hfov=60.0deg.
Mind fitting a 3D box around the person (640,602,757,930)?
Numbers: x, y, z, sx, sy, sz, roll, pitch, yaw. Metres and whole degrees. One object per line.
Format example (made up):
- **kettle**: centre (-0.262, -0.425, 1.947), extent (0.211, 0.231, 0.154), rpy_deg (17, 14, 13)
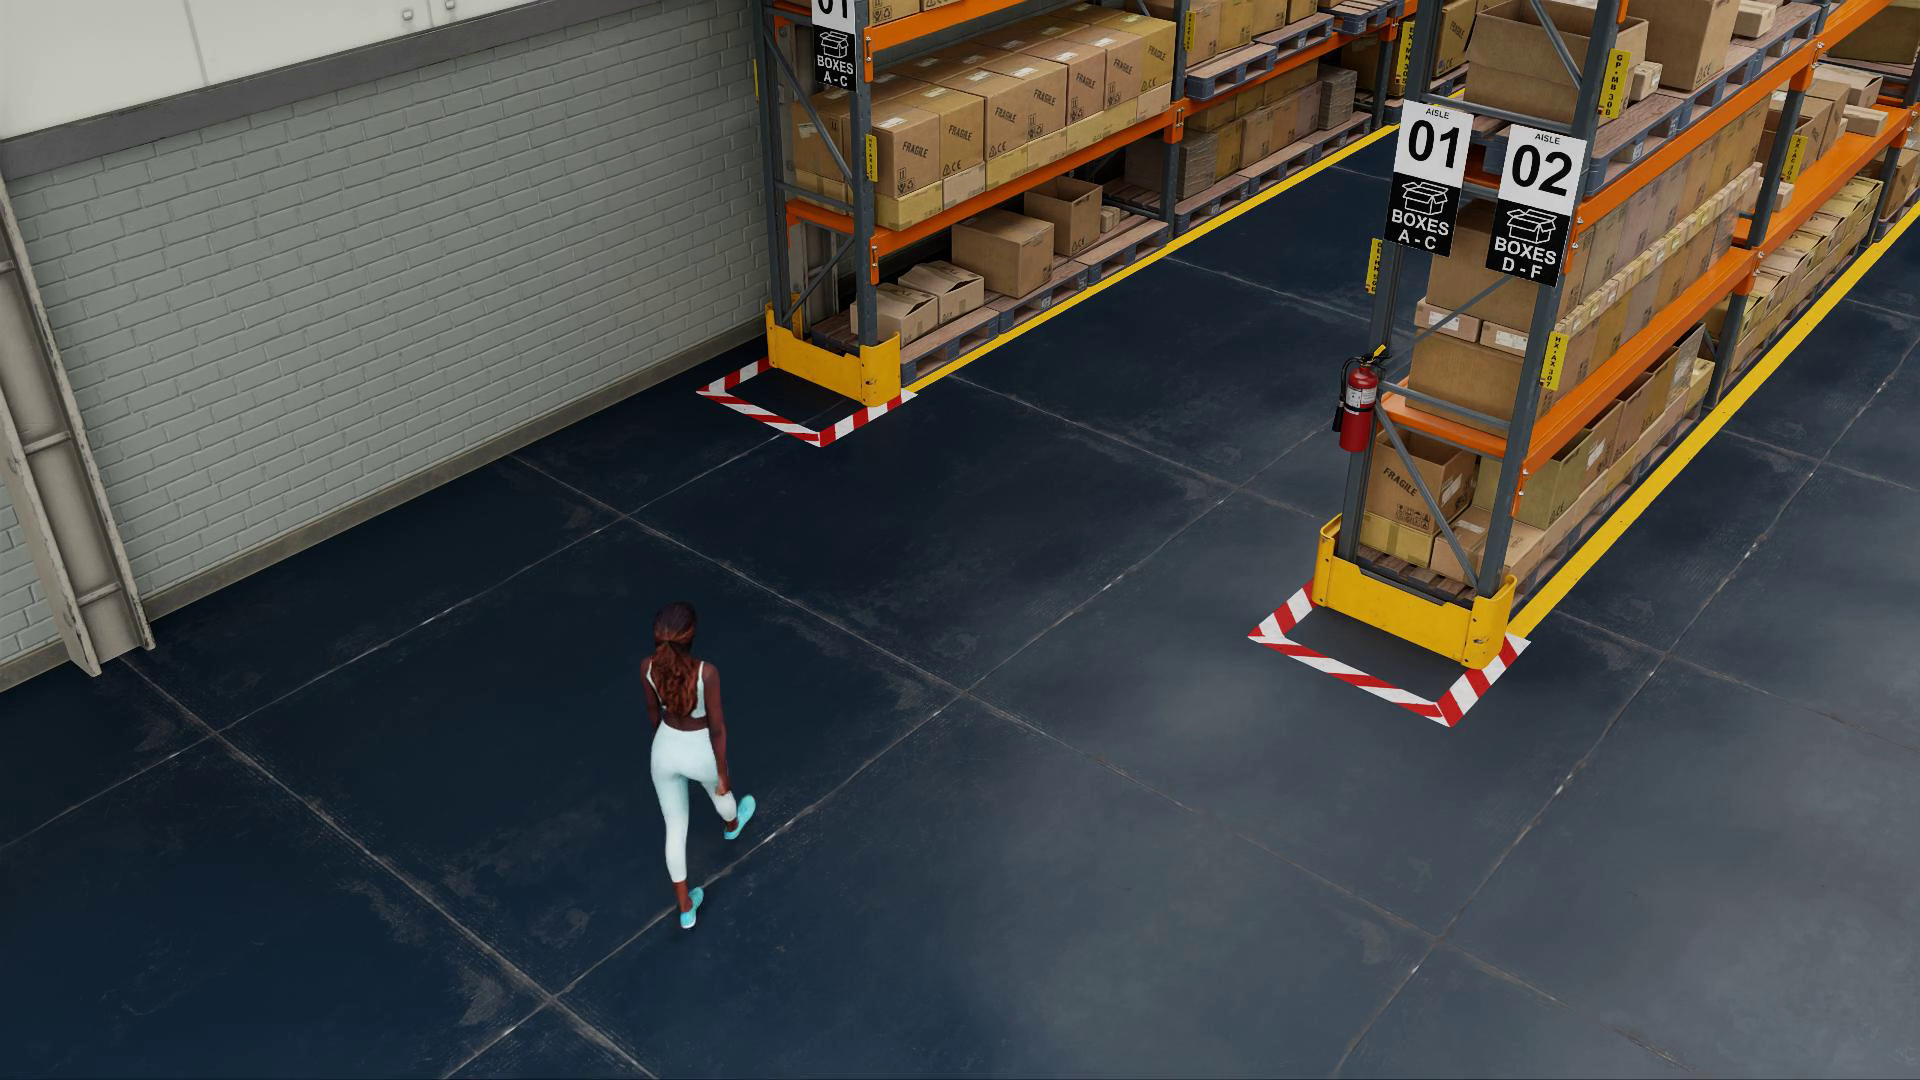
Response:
- **person**: centre (-1.311, 1.098, 7.811), extent (0.926, 1.684, 1.149), rpy_deg (7, 34, 10)
